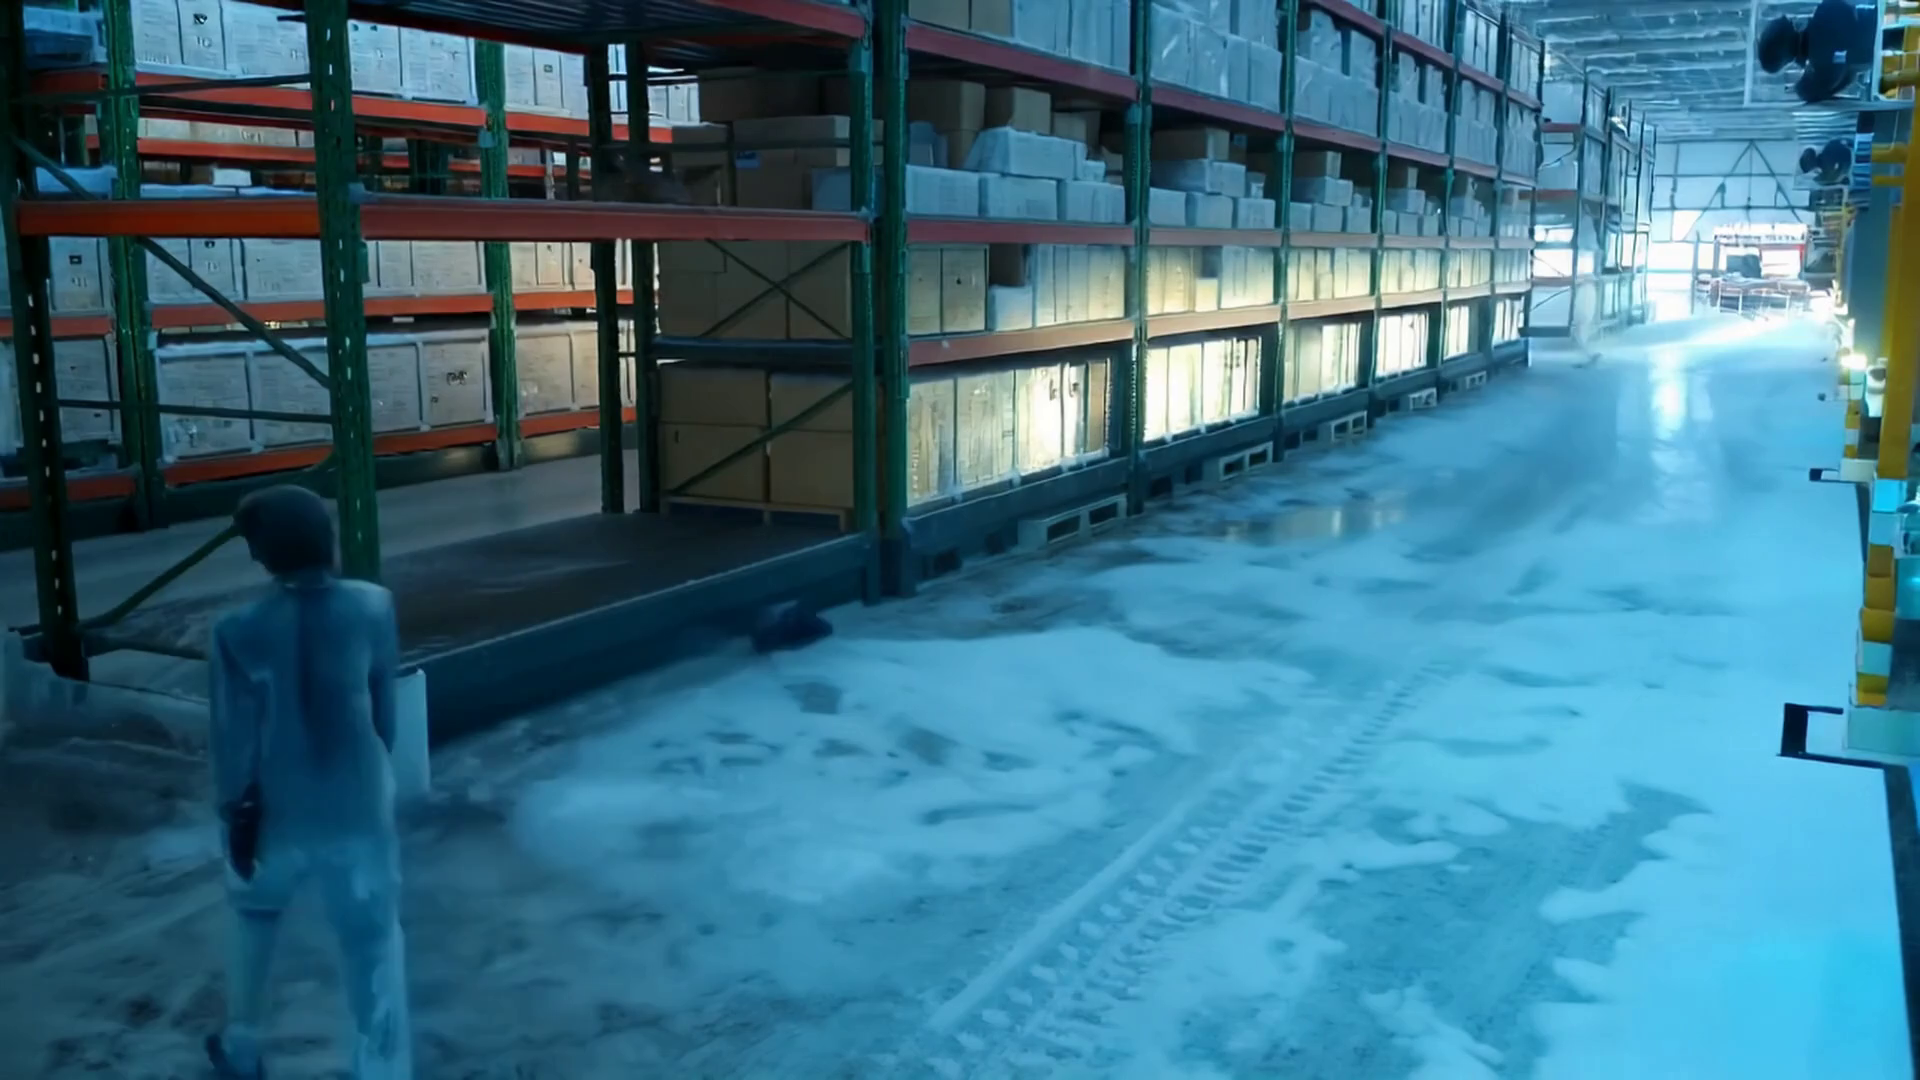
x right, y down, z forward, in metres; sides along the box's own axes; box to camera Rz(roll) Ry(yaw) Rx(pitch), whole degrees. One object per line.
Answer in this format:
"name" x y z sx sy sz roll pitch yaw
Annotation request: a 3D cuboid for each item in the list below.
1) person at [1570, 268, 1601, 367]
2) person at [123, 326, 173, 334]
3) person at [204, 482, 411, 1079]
"person" 11.889 -4.202 31.555 0.481 1.890 0.646 7 12 33
"person" -8.070 -1.543 16.612 0.588 1.732 0.411 -2 10 -14
"person" -1.667 0.653 4.210 0.775 1.610 0.512 9 13 43
